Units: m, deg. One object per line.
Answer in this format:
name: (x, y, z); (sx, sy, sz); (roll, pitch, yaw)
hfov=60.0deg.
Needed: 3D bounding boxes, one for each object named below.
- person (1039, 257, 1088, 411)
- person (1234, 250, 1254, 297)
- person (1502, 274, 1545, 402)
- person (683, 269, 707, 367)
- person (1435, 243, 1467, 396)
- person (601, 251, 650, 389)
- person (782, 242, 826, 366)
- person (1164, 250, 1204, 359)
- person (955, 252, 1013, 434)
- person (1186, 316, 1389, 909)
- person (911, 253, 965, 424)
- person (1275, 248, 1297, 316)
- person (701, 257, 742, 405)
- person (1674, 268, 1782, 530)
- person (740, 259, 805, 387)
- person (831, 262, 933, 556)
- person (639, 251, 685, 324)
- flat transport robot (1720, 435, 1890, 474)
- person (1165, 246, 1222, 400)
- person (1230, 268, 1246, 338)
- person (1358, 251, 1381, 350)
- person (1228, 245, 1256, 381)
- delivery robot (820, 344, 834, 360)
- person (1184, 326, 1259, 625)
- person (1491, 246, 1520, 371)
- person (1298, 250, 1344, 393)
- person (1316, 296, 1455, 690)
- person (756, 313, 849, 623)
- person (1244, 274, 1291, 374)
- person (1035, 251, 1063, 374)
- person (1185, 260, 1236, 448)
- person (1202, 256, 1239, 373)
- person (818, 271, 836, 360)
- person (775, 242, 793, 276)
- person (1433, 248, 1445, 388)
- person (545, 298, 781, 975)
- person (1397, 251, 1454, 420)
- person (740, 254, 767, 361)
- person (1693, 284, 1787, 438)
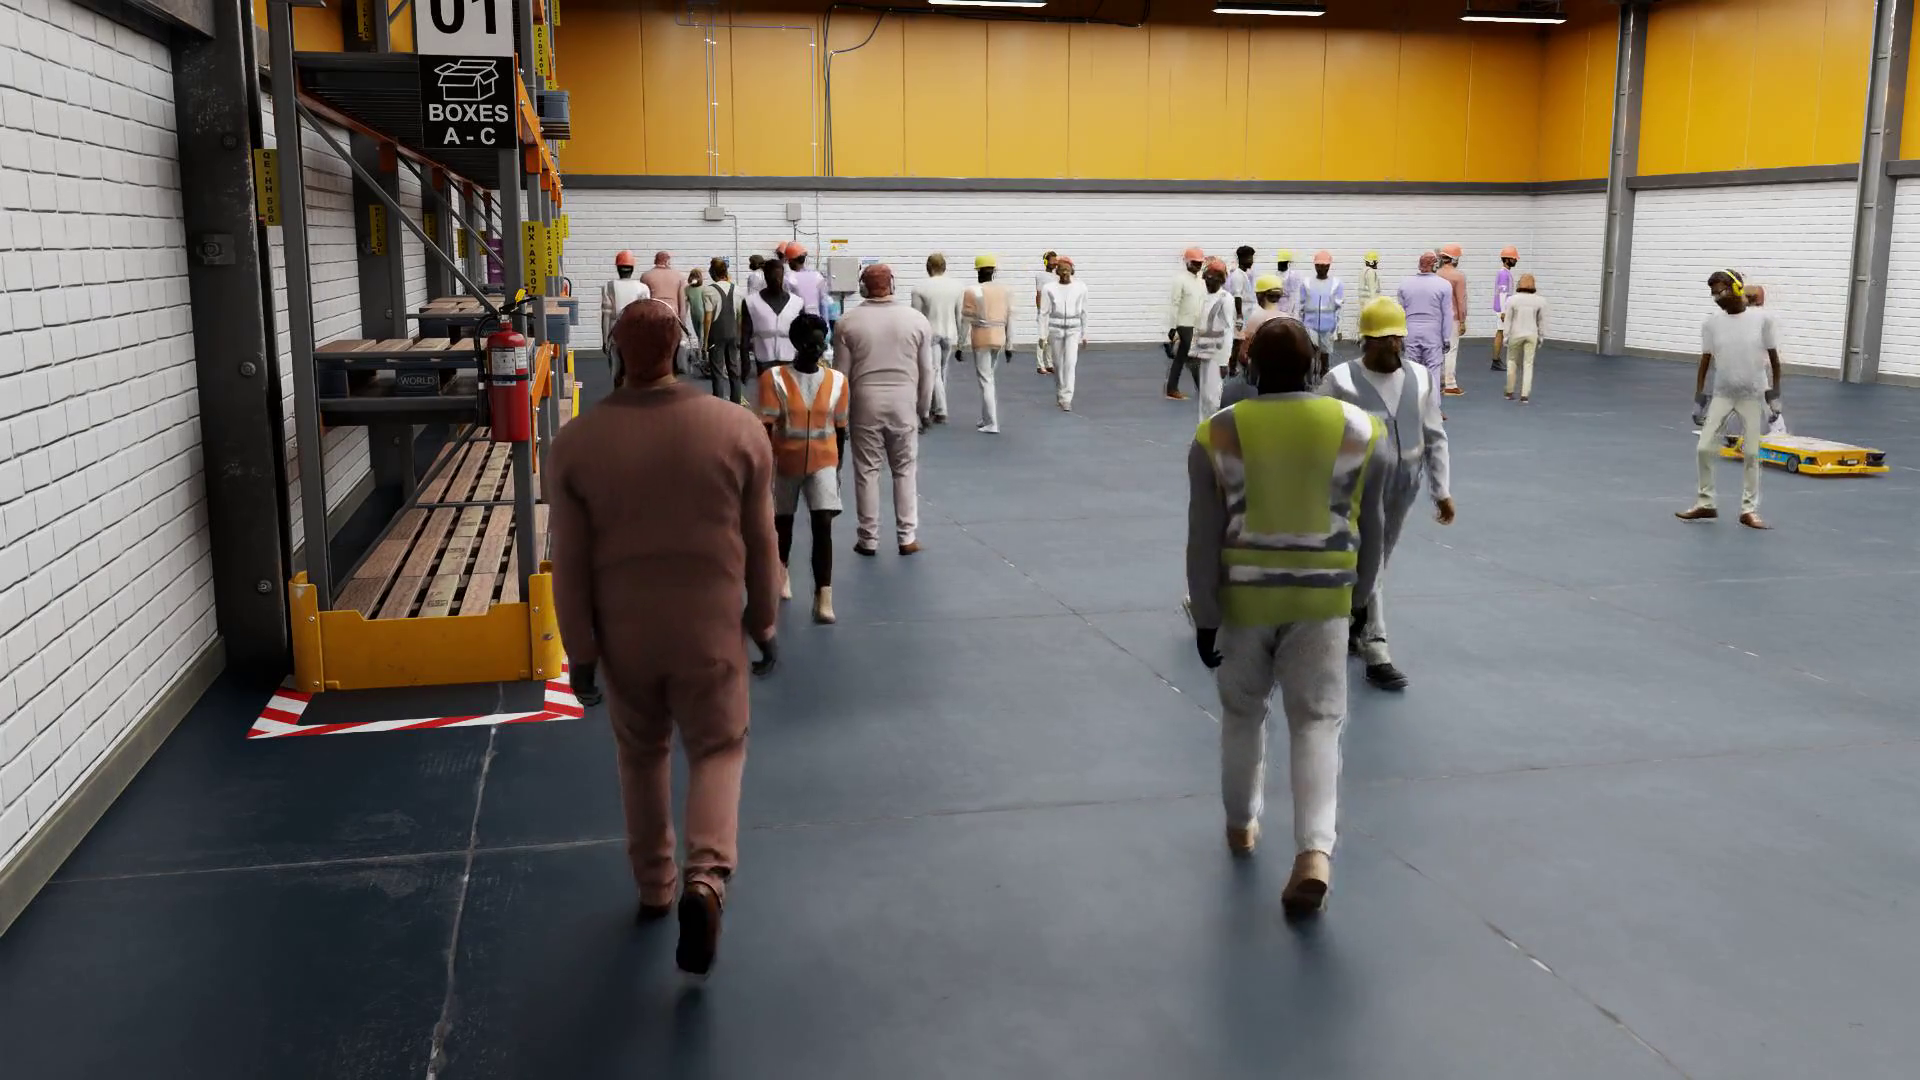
person: (1.252, -2.507, 20.153); (0.588, 1.848, 0.955); (1, 10, 3)
person: (4.888, -4.012, 28.302); (0.779, 1.916, 0.640); (1, 10, 6)
person: (7.139, -2.566, 21.126); (0.517, 1.605, 0.718); (2, 10, 9)
person: (-4.224, -3.588, 26.896); (0.552, 1.568, 0.923); (4, 11, 19)
person: (6.410, -2.896, 21.878); (0.381, 1.994, 0.617); (-7, 12, -35)
person: (-3.780, -2.312, 18.894); (0.576, 1.896, 0.915); (-3, 11, -14)
person: (-1.838, -2.577, 20.063); (0.643, 2.014, 0.811); (-7, 12, -34)
person: (3.772, -3.866, 27.509); (0.693, 1.907, 0.552); (-7, 12, -33)
person: (0.220, -2.090, 17.679); (0.588, 1.904, 0.722); (-7, 13, -36)
person: (1.017, 0.209, 5.210); (0.621, 1.811, 0.876); (1, 10, 7)
person: (-0.289, -2.267, 18.703); (0.649, 1.893, 0.929); (-5, 11, -27)
person: (5.234, -3.713, 26.654); (0.576, 1.902, 0.628); (-3, 11, -16)
person: (-2.680, -2.243, 18.678); (0.507, 1.847, 0.346); (-9, 13, -40)
person: (5.482, -0.995, 11.808); (0.668, 1.837, 0.344); (7, 13, 35)
person: (-1.655, -1.605, 15.083); (0.613, 1.862, 0.996); (-5, 11, -25)
person: (-0.509, -0.838, 10.771); (0.668, 1.894, 0.400); (-2, 10, -10)
person: (-4.375, -3.239, 24.094); (0.678, 1.869, 0.826); (-6, 12, -30)
flat transport robot: (7.554, -0.778, 14.924); (0.652, 0.197, 1.431); (-2, 10, -10)
person: (2.993, -2.713, 20.998); (0.963, 1.946, 0.612); (7, 12, 34)
person: (4.591, -3.666, 27.277); (0.892, 1.588, 0.506); (-3, 11, -15)
person: (7.582, -4.424, 30.792); (0.403, 1.833, 0.586); (-1, 10, -7)
person: (3.949, -3.156, 23.400); (0.365, 1.962, 0.613); (2, 10, 12)
delivery robot: (-2.313, -2.944, 25.878); (0.707, 0.478, 0.477); (-5, 11, -26)
person: (1.468, -0.317, 8.653); (0.744, 1.606, 0.494); (-6, 12, -28)
person: (8.536, -3.613, 26.012); (0.369, 1.935, 0.552); (3, 11, 18)
person: (4.498, -2.653, 20.773); (0.563, 1.898, 0.945); (3, 11, 14)
person: (1.955, -0.252, 7.843); (0.591, 1.788, 0.927); (-3, 11, -15)
person: (-0.872, -0.425, 9.124); (0.531, 1.656, 0.881); (-3, 11, -15)
person: (2.573, -1.352, 14.000); (0.546, 1.748, 0.516); (-6, 12, -30)
person: (1.363, -3.462, 25.357); (0.513, 1.875, 0.328); (-10, 14, -43)
person: (2.416, -1.748, 15.953); (0.338, 1.855, 0.731); (-2, 10, -10)
person: (3.912, -3.372, 25.047); (0.447, 1.804, 0.686); (-7, 12, -35)
person: (-1.783, -2.571, 21.022); (0.524, 1.654, 0.868); (-9, 13, -40)
person: (-2.780, -3.806, 26.937); (1.019, 1.988, 0.620); (-6, 12, -31)
person: (6.523, -3.024, 22.783); (0.456, 1.917, 0.641); (-5, 12, -28)
person: (-0.829, 0.258, 4.731); (0.644, 1.880, 0.796); (-1, 10, -6)
person: (5.267, -2.301, 18.828); (0.642, 1.909, 0.399); (8, 13, 36)
person: (-3.307, -3.854, 27.725); (0.863, 1.817, 0.636); (4, 11, 20)
person: (8.056, -1.810, 16.981); (0.881, 1.588, 0.530); (5, 11, 26)
